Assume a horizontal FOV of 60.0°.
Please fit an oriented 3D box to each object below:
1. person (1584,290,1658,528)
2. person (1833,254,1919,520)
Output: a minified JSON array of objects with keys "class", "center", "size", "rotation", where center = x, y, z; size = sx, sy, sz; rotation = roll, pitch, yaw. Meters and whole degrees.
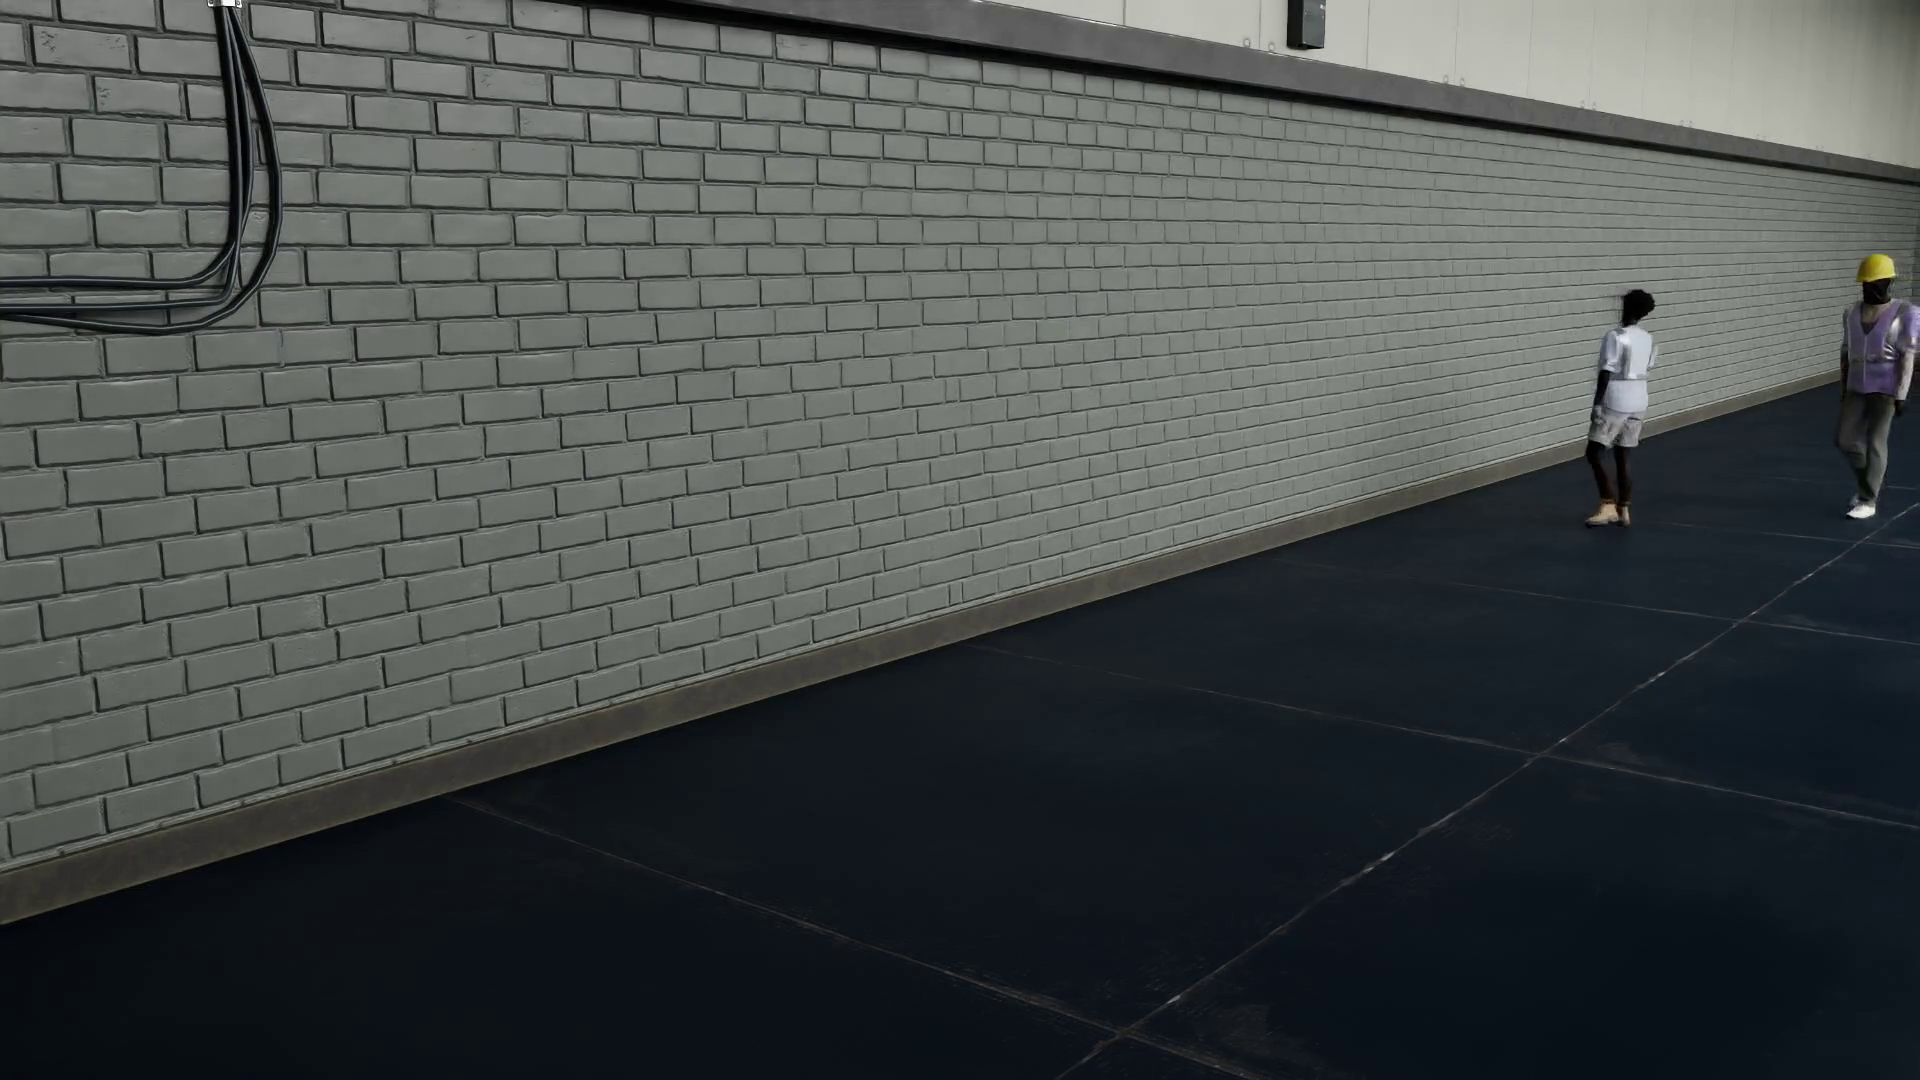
[{"class":"person","center":[4.644,-0.920,11.713],"size":[0.650,1.663,0.354],"rotation":[-7,12,-34]},{"class":"person","center":[6.593,-1.102,11.996],"size":[0.491,1.905,0.580],"rotation":[-6,12,-30]}]
